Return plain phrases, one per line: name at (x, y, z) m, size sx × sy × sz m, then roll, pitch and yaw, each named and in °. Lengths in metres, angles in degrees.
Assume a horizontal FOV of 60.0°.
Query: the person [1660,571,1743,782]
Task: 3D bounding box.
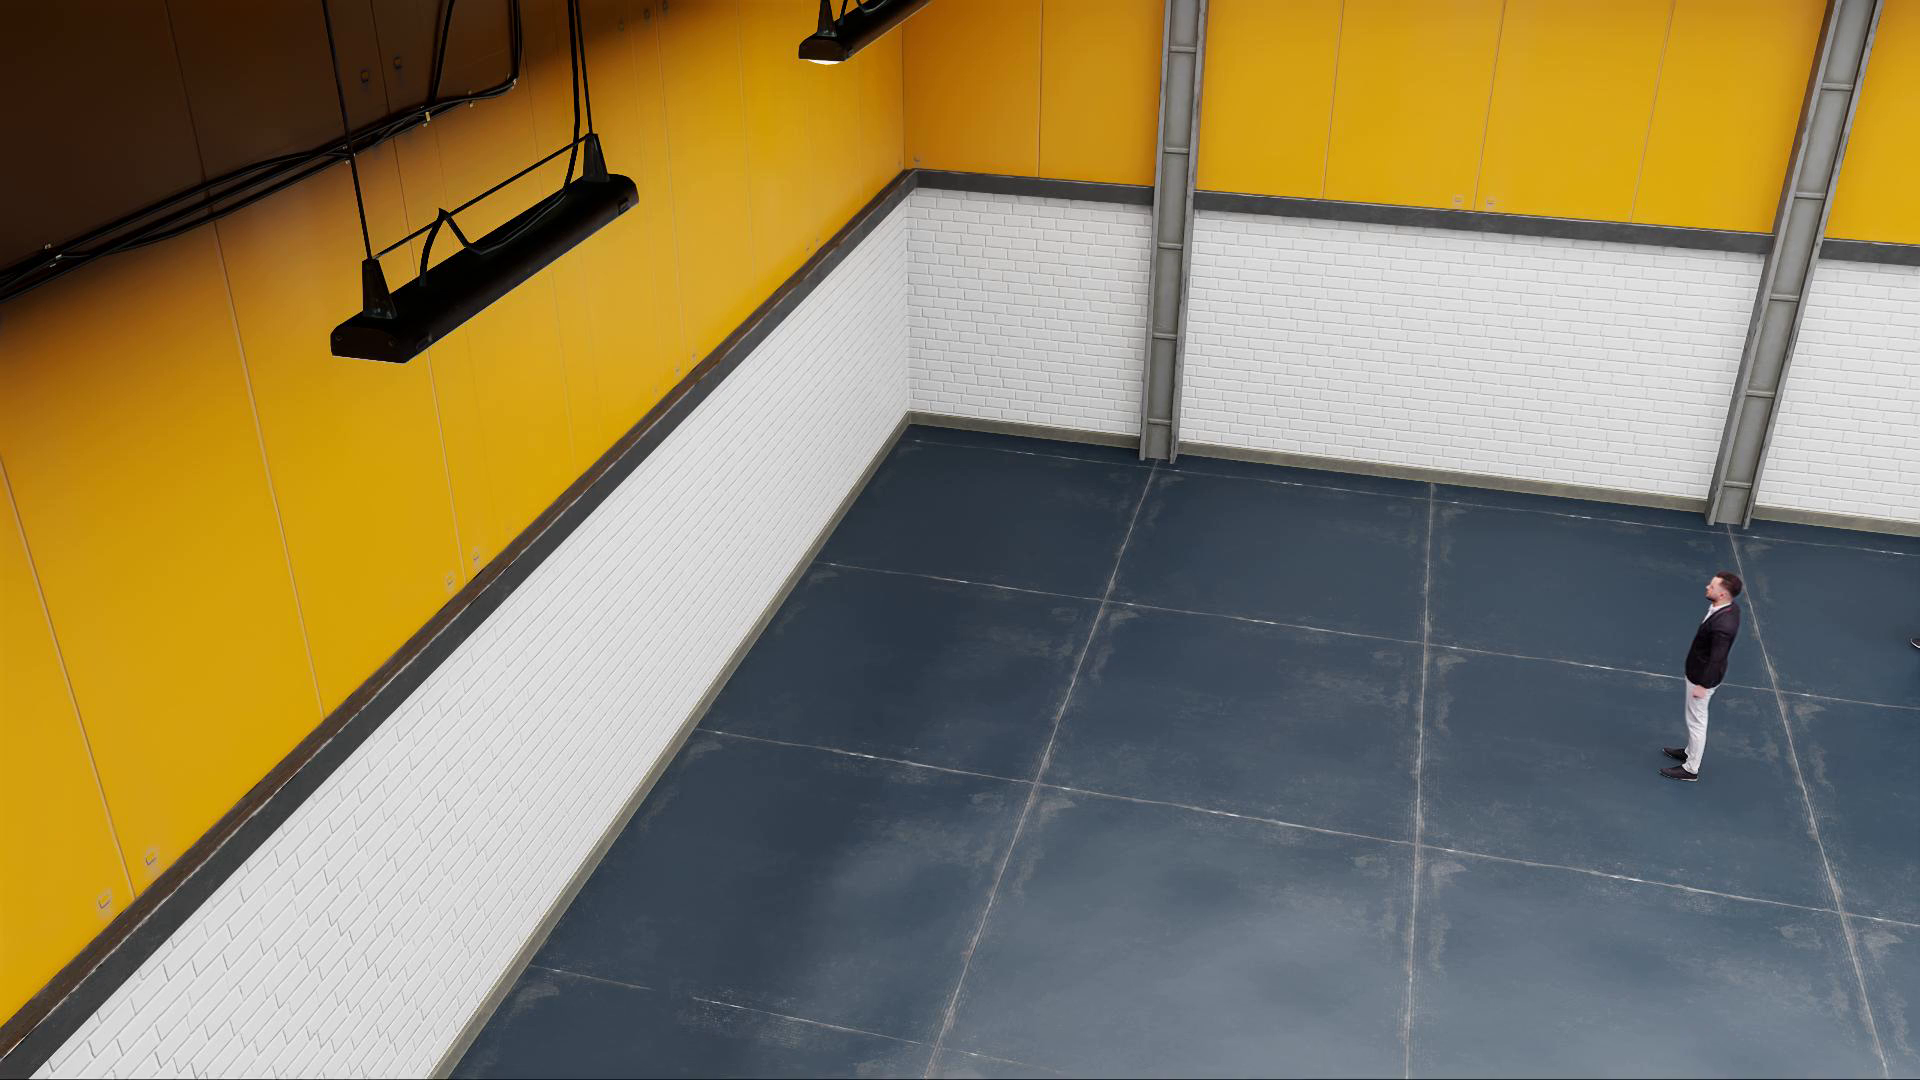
person at (5.916, 1.071, 13.177) m, size 0.624 × 1.843 × 0.712 m, roll 14°, pitch 32°, yaw 25°
